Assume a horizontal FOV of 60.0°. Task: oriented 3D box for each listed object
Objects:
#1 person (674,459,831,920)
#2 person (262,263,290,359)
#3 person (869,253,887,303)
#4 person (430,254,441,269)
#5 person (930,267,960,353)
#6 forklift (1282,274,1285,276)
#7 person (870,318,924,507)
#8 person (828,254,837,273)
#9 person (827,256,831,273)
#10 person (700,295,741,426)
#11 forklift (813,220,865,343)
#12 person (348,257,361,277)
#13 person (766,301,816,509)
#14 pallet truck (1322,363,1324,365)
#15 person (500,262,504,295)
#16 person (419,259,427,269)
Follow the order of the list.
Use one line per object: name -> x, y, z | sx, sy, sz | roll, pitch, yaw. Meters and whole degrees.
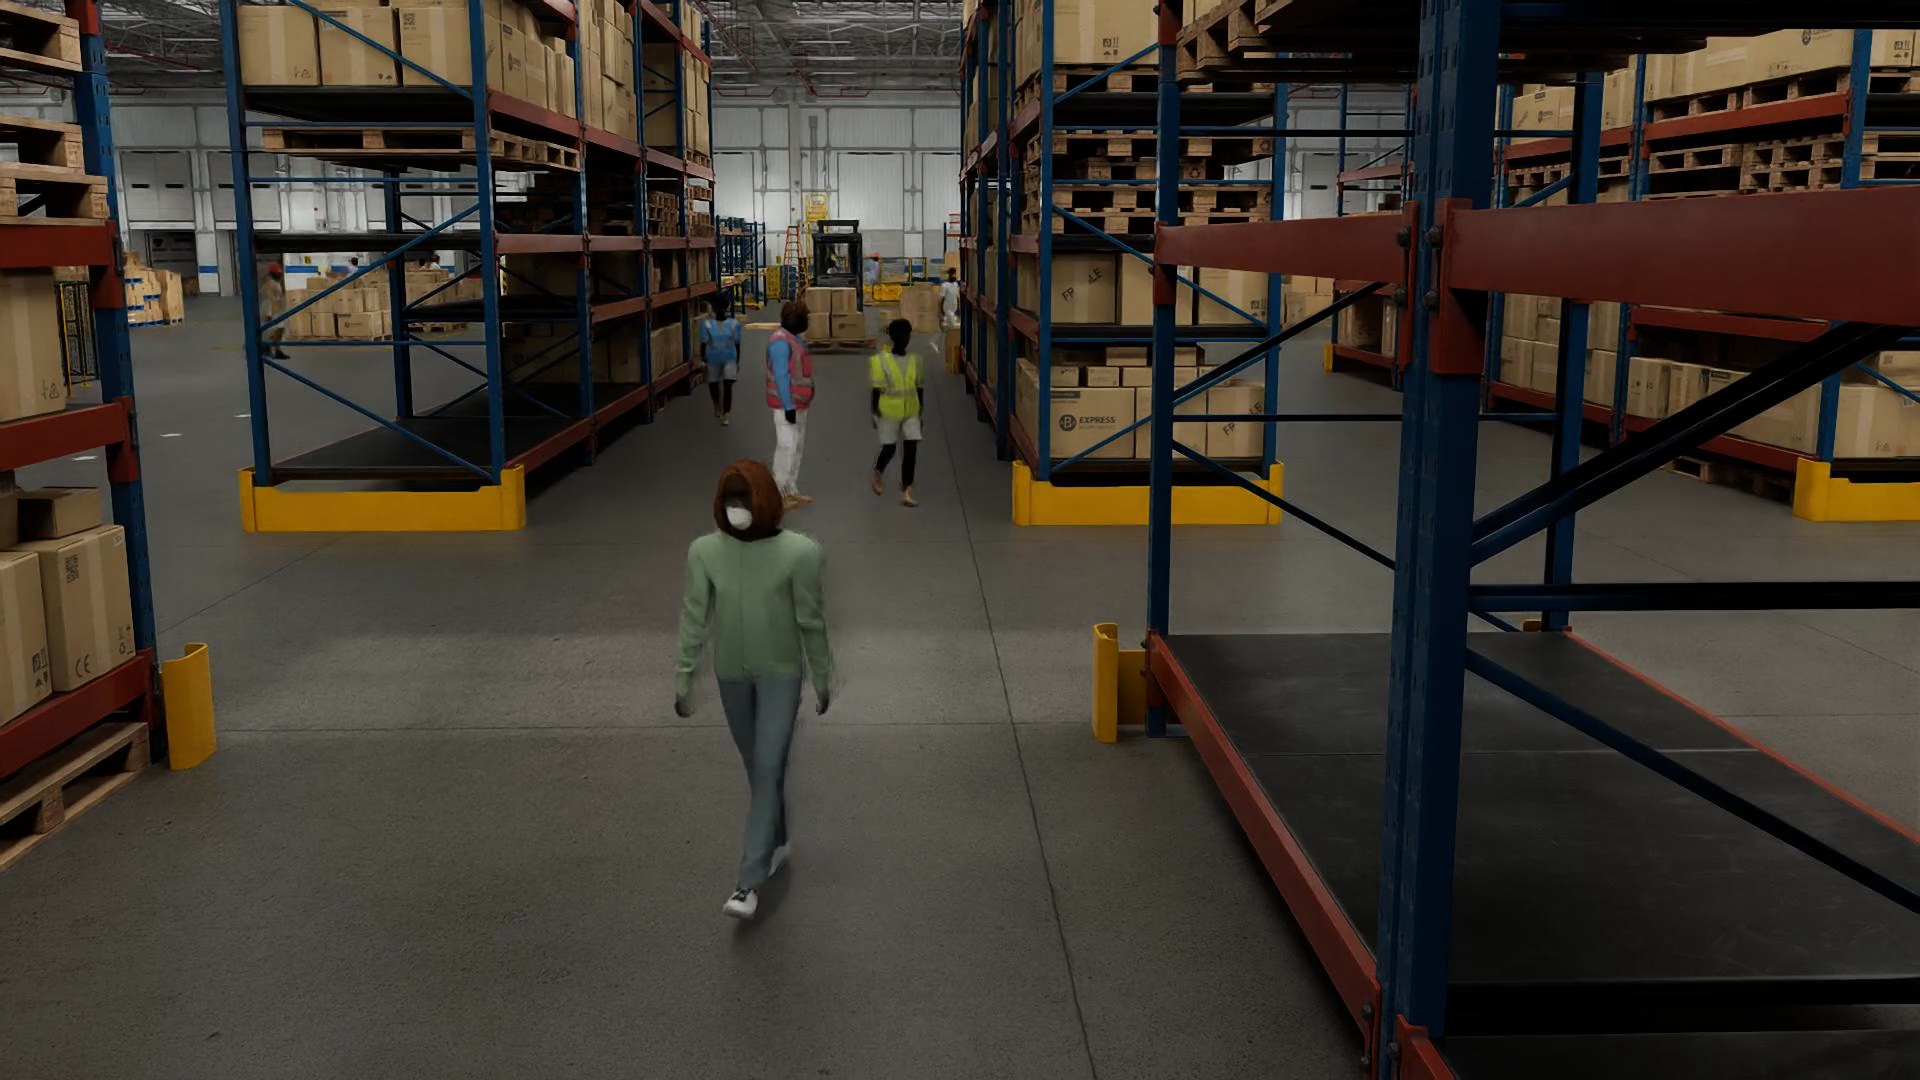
person -> -0.750, 0.513, 5.862 | 0.521, 1.588, 0.851 | 3, 11, 16
person -> -13.606, -4.540, 33.092 | 0.444, 1.923, 0.543 | -1, 10, -6
person -> -3.122, -9.942, 63.201 | 0.883, 1.901, 0.559 | -6, 12, -29
person -> -17.036, -8.323, 54.149 | 0.374, 1.933, 0.621 | -6, 12, -31
person -> -0.259, -4.797, 34.786 | 0.914, 1.832, 0.507 | 6, 12, 32
forklift -> 12.240, -10.302, 62.509 | 1.129, 2.768, 1.873 | 0, 10, -2
person -> -0.568, -1.145, 14.814 | 0.536, 1.676, 0.559 | -5, 11, -25
person -> -4.230, -8.448, 54.833 | 0.360, 1.929, 0.587 | 7, 12, 34
person -> -3.712, -6.914, 46.183 | 0.361, 1.963, 0.614 | -5, 11, -27
person -> -3.077, -2.324, 21.435 | 0.535, 1.677, 0.627 | -1, 10, -5
forklift -> -2.724, -5.803, 37.449 | 1.129, 2.768, 1.873 | 0, 10, -2
person -> -21.330, -9.052, 58.590 | 0.971, 1.796, 0.644 | 0, 10, -1
person -> -1.481, -1.190, 14.689 | 0.429, 1.829, 0.637 | 2, 10, 12
pallet truck -> 7.712, -4.157, 30.737 | 1.885, 1.965, 0.823 | 3, 11, 16
person -> -13.499, -7.315, 48.498 | 0.372, 1.940, 0.632 | 2, 10, 11
person -> -20.267, -9.762, 62.794 | 0.318, 1.700, 0.535 | 0, 10, 2
